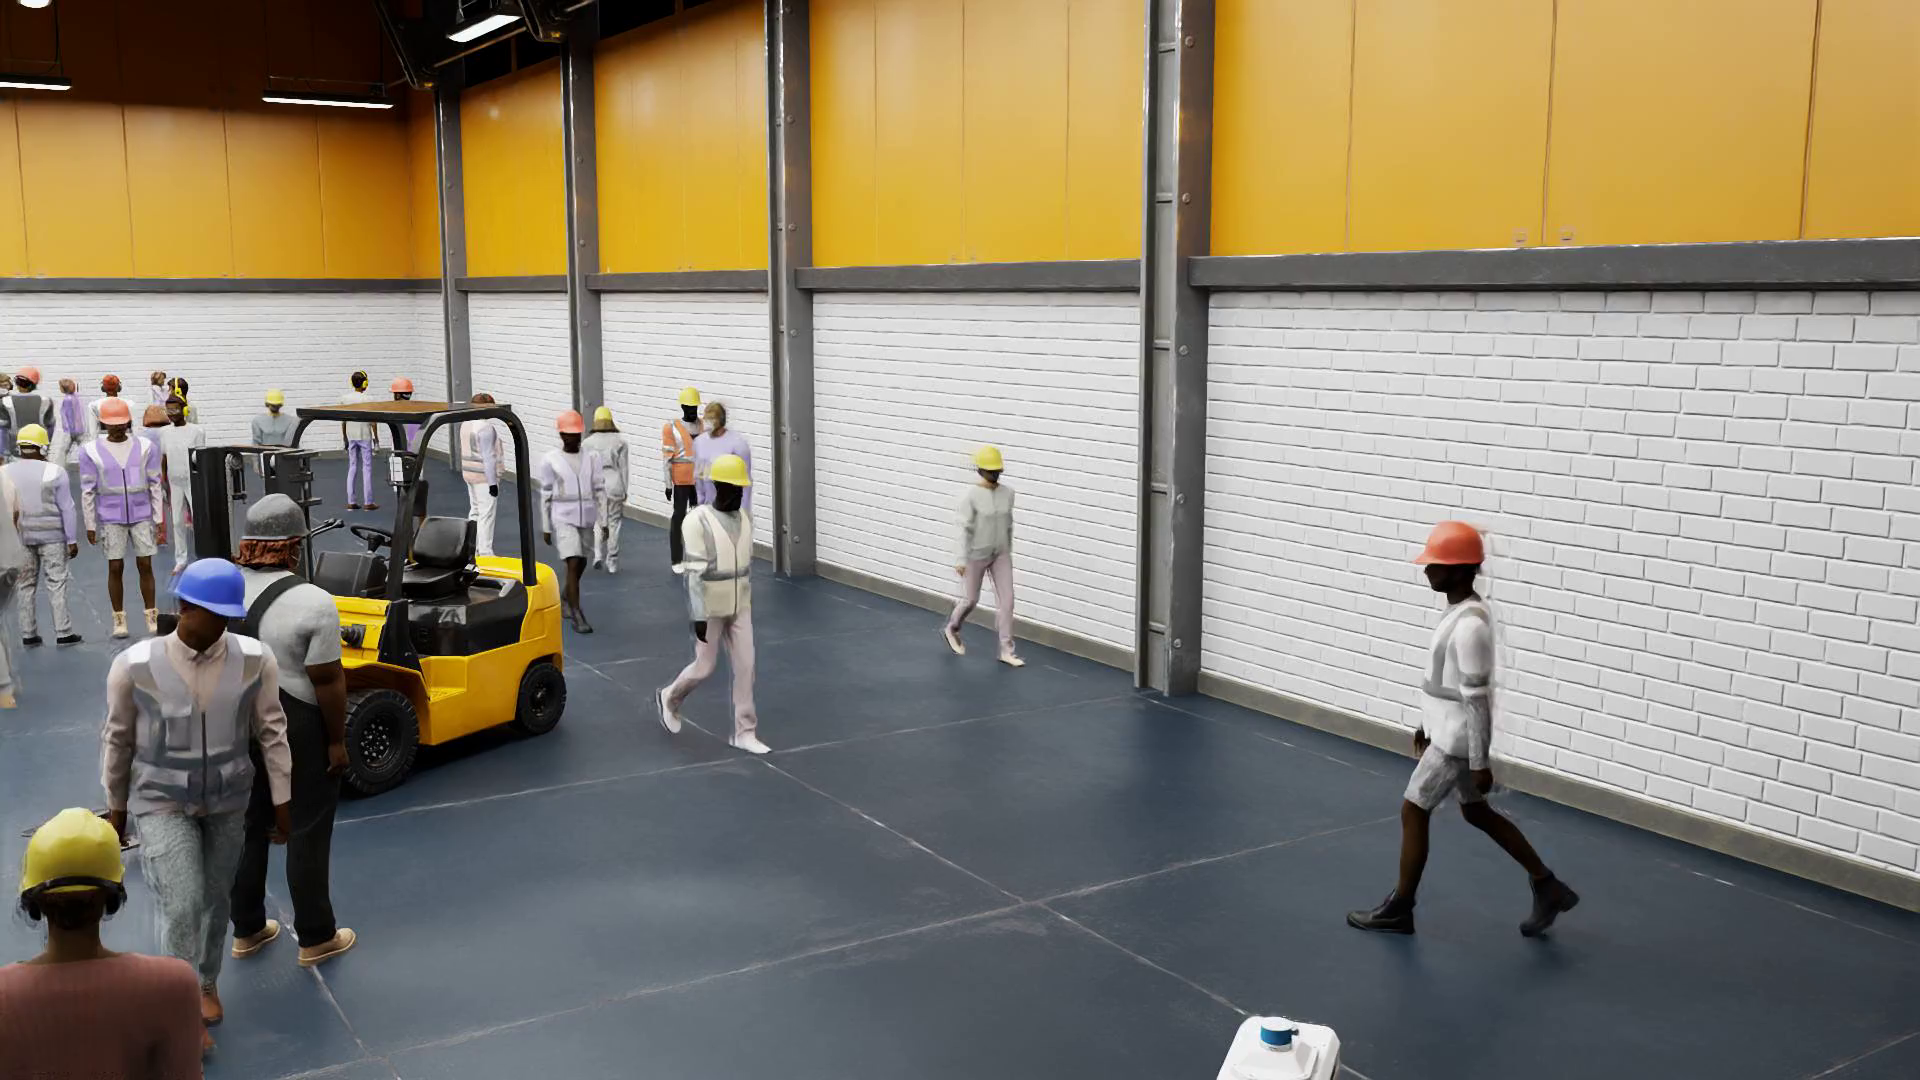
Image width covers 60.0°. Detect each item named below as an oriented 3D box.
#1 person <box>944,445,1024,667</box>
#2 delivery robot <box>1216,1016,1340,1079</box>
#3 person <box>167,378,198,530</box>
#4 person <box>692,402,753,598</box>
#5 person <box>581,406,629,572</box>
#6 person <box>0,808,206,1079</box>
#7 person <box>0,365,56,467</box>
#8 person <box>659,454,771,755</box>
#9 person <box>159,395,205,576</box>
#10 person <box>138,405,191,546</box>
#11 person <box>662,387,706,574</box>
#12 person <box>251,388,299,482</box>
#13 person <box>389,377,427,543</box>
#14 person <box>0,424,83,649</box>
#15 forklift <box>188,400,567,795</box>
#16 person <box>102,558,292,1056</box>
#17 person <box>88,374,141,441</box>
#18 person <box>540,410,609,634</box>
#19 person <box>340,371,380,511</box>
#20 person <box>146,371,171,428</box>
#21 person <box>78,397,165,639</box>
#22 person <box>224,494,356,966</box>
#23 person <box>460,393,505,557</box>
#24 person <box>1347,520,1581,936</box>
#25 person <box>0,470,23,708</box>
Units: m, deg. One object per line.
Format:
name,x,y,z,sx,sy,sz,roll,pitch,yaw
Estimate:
person,0.161,0.098,12.991,0.542,1.721,0.808,-6,10,-34
delivery robot,1.007,1.773,5.324,0.477,0.478,0.707,3,9,20
person,-9.453,-1.045,20.284,0.342,1.858,0.515,-2,9,-12
person,-2.153,-0.309,15.182,0.635,1.909,0.500,7,11,38
person,-3.667,-0.523,17.230,0.490,1.720,0.420,-1,9,-9
person,-1.941,1.470,3.693,0.523,1.741,0.765,-5,10,-28
person,-11.209,-1.083,19.969,0.646,2.022,0.581,-6,10,-35
person,-1.553,0.386,10.509,0.805,1.896,0.575,8,12,44
person,-7.895,-0.552,16.934,0.505,1.864,0.331,1,8,5
person,-9.058,-0.725,18.923,0.449,1.618,0.499,5,10,30
person,-2.775,-0.618,17.148,0.594,1.924,0.383,-7,11,-40
person,-8.208,-0.948,19.954,0.538,1.751,0.363,-4,9,-23
person,-6.305,-0.885,18.914,0.356,1.936,0.551,3,9,19
person,-7.460,-0.026,13.487,0.603,1.828,0.404,-1,8,-5
forklift,-3.529,0.258,10.348,1.214,2.155,2.313,4,9,25
person,-2.899,0.996,6.353,0.628,1.894,0.778,-7,11,-38
person,-10.427,-1.104,20.570,0.575,1.885,0.355,-2,9,-13
person,-3.360,-0.190,14.386,0.549,1.905,0.943,-6,10,-35
person,-7.954,-1.311,22.062,0.517,1.865,0.326,1,9,9
person,-12.808,-1.880,26.621,0.310,1.638,0.523,1,8,4
person,-6.982,-0.182,13.894,0.608,2.029,0.407,-6,10,-35
person,-2.916,0.799,7.216,0.680,2.000,0.535,2,9,15
person,-5.032,-0.634,17.583,0.429,1.837,0.630,-6,10,-36
person,2.274,0.850,7.368,0.950,1.907,0.539,3,9,18
person,-6.869,0.166,11.486,0.676,2.000,0.741,1,9,8
